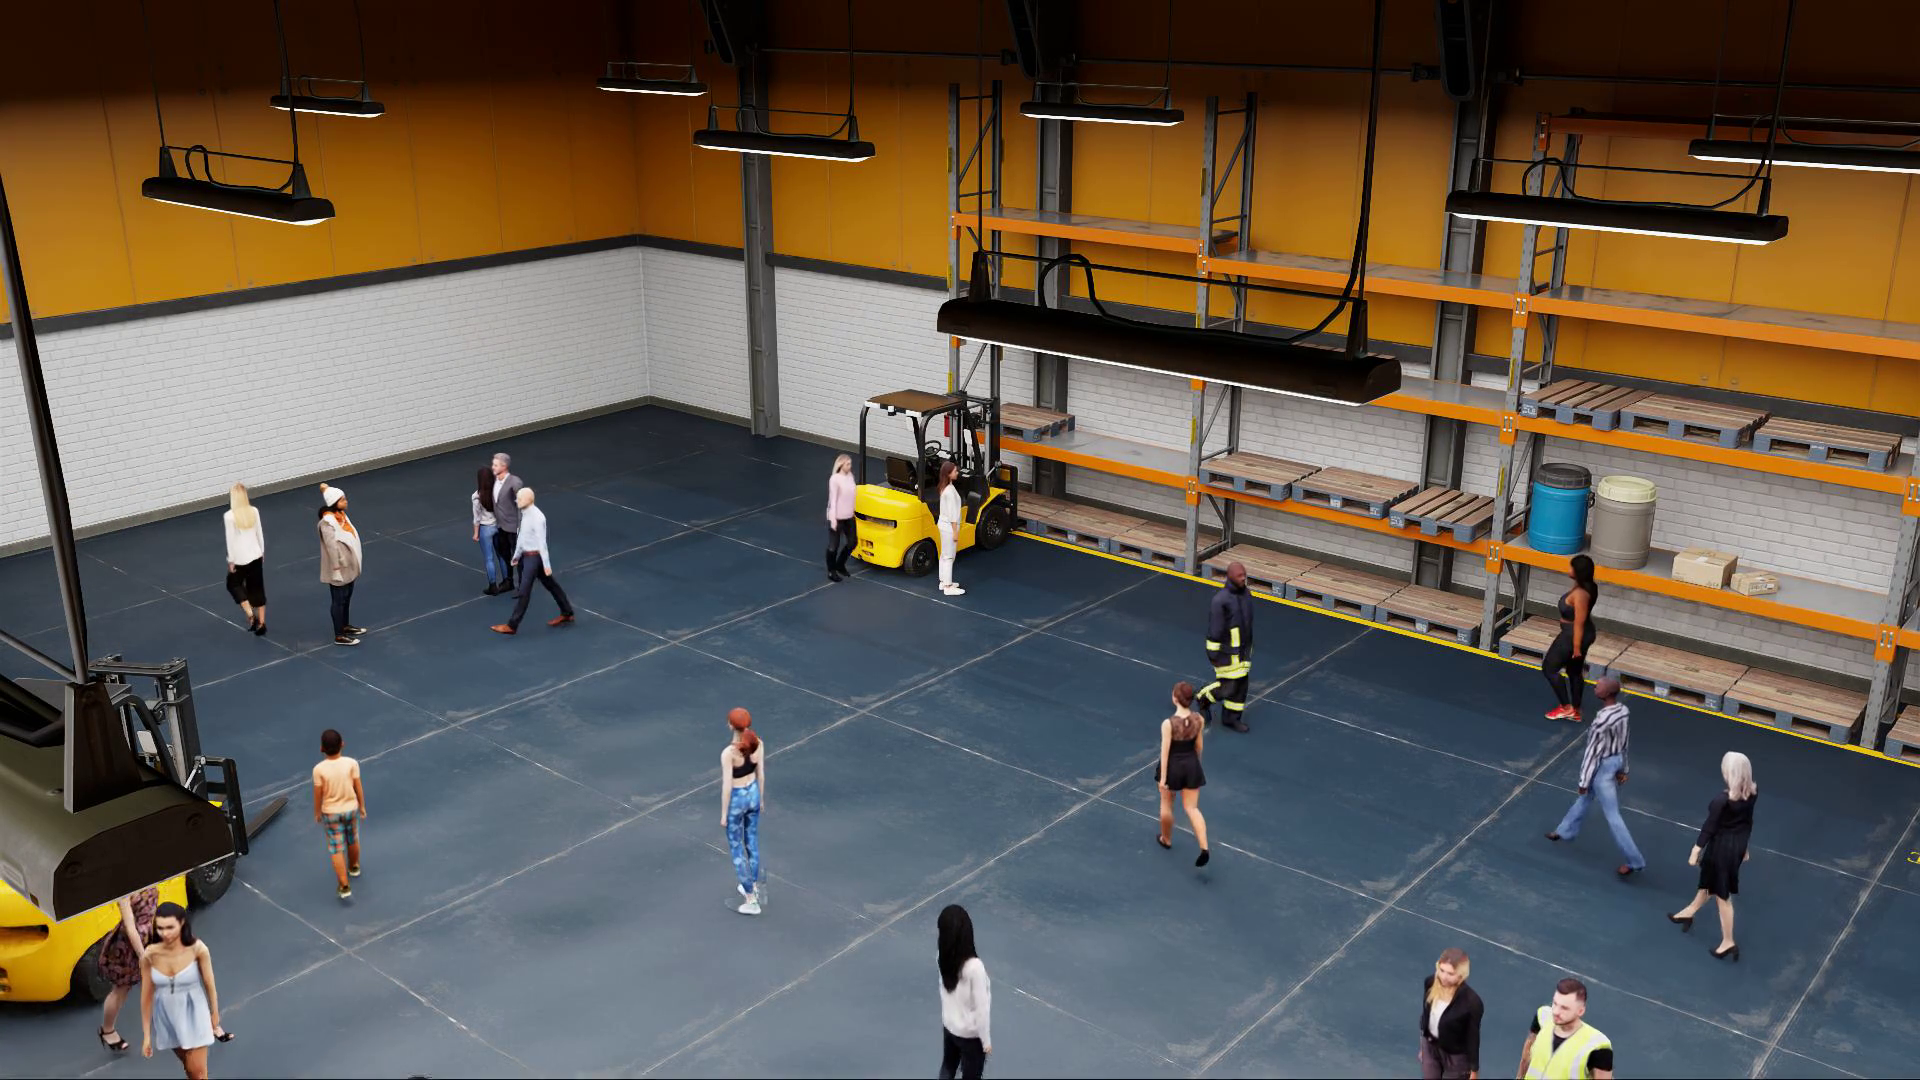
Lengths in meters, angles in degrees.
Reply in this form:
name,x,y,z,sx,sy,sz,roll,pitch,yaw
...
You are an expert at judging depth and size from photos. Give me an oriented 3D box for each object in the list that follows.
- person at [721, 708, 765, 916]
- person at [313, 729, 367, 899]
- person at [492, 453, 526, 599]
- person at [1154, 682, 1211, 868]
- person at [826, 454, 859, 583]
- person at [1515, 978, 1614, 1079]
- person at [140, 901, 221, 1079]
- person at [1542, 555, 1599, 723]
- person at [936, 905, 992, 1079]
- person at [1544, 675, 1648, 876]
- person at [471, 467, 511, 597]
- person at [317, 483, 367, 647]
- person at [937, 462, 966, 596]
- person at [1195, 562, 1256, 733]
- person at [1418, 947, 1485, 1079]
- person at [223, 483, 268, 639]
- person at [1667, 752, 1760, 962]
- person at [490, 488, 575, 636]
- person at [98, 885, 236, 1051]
name,x,y,z,sx,sy,sz,roll,pitch,yaw
person,-1.758,2.187,13.542,0.611,1.800,0.757,-17,25,-41
person,-5.149,2.286,13.819,0.753,1.434,0.987,-10,21,-27
person,-5.593,-0.208,20.595,0.552,1.837,0.777,13,23,34
person,1.929,2.021,14.265,0.896,1.652,1.089,-6,20,-18
person,-1.570,-0.300,21.134,0.641,1.667,0.582,-16,24,-39
person,3.592,3.388,9.919,0.889,1.835,0.806,-10,21,-28
person,-5.095,3.112,10.959,0.950,1.696,1.066,-3,19,-10
person,6.367,1.027,16.979,0.671,1.804,0.681,13,23,34
person,0.033,3.198,10.741,0.851,1.672,0.601,-7,20,-20
person,5.544,2.038,14.083,1.205,1.736,0.724,18,25,42
person,-5.822,-0.120,20.656,0.513,1.632,0.611,14,23,35
person,-7.159,0.255,19.143,0.883,1.887,0.824,-1,19,-4
person,-0.139,-0.158,20.680,0.749,1.689,0.656,-5,19,-14
person,2.697,1.057,16.879,0.795,1.811,0.911,-16,25,-40
person,3.144,3.280,10.525,0.798,1.654,0.803,-13,22,-33
person,-8.167,0.269,19.165,0.661,1.847,0.677,12,22,32
person,5.958,2.465,12.822,0.785,1.732,0.985,-11,21,-29
person,-4.869,0.245,19.407,1.066,1.736,1.250,-9,20,-24
person,-5.805,2.876,11.634,1.239,1.712,1.128,0,19,0
